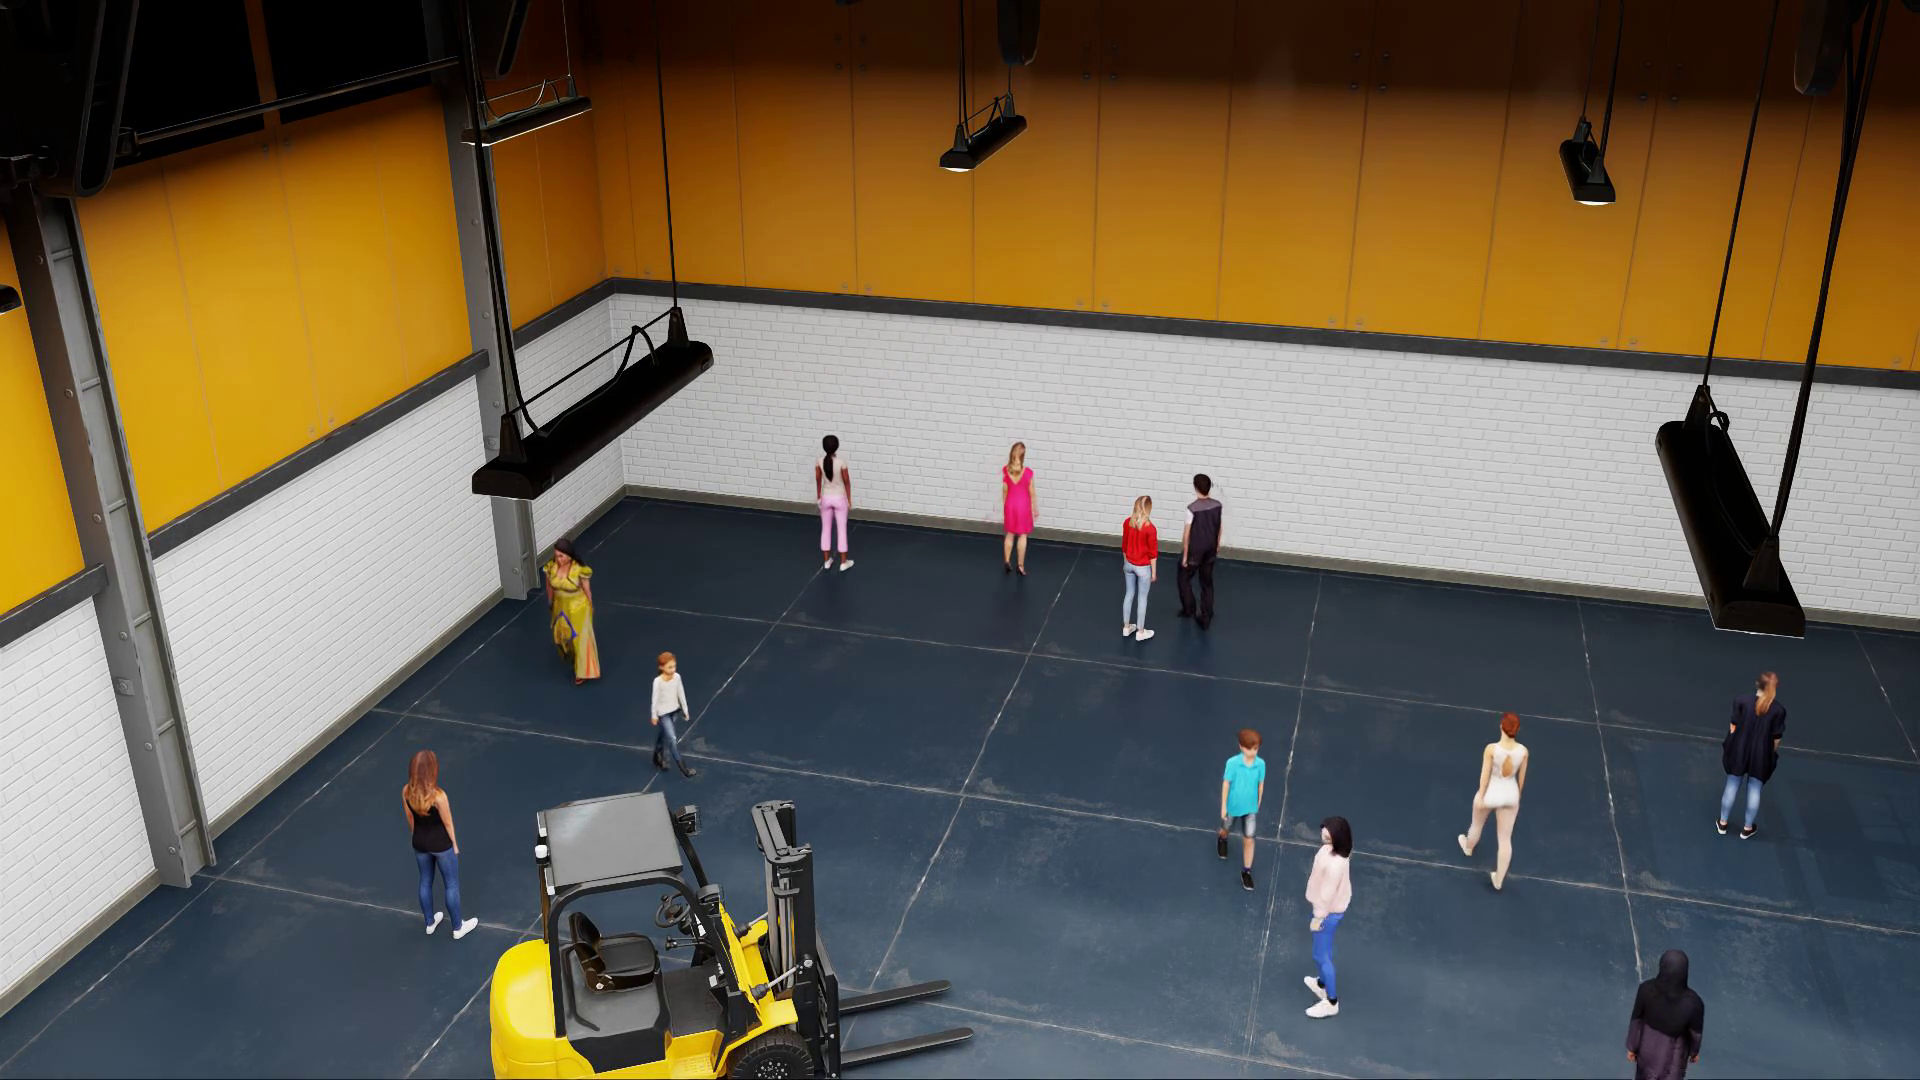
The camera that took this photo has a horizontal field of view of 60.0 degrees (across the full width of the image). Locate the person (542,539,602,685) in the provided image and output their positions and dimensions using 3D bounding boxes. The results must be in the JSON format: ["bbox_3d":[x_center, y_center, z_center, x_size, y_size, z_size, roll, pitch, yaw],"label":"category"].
[{"bbox_3d":[-4.121,0.699,17.789,0.823,1.640,0.969,2,24,5],"label":"person"}]

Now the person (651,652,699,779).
[{"bbox_3d":[-2.861,1.653,16.052,0.770,1.285,0.888,19,30,37],"label":"person"}]

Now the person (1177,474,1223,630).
[{"bbox_3d":[2.756,0.166,18.771,0.861,1.831,0.906,-8,25,-19],"label":"person"}]

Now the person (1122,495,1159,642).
[{"bbox_3d":[1.999,0.299,18.627,0.692,1.703,0.678,20,31,38],"label":"person"}]

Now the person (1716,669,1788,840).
[{"bbox_3d":[7.115,1.913,14.964,0.691,1.680,0.654,14,27,29],"label":"person"}]

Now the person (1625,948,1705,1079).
[{"bbox_3d":[4.782,3.524,11.371,0.930,1.606,1.193,19,30,37],"label":"person"}]

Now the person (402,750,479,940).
[{"bbox_3d":[-4.306,2.484,13.603,0.585,1.723,0.520,7,25,15],"label":"person"}]

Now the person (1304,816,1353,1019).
[{"bbox_3d":[2.843,2.819,12.801,0.790,1.752,0.555,17,29,33],"label":"person"}]

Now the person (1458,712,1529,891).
[{"bbox_3d":[4.640,2.263,14.243,0.697,1.616,0.973,0,24,1],"label":"person"}]

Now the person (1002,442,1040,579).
[{"bbox_3d":[0.693,-0.363,20.114,0.632,1.725,0.622,13,27,27],"label":"person"}]

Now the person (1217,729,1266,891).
[{"bbox_3d":[2.423,2.261,14.485,0.695,1.426,1.006,0,24,1],"label":"person"}]

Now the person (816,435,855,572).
[{"bbox_3d":[-1.547,-0.471,20.340,0.572,1.741,0.489,6,24,14],"label":"person"}]
